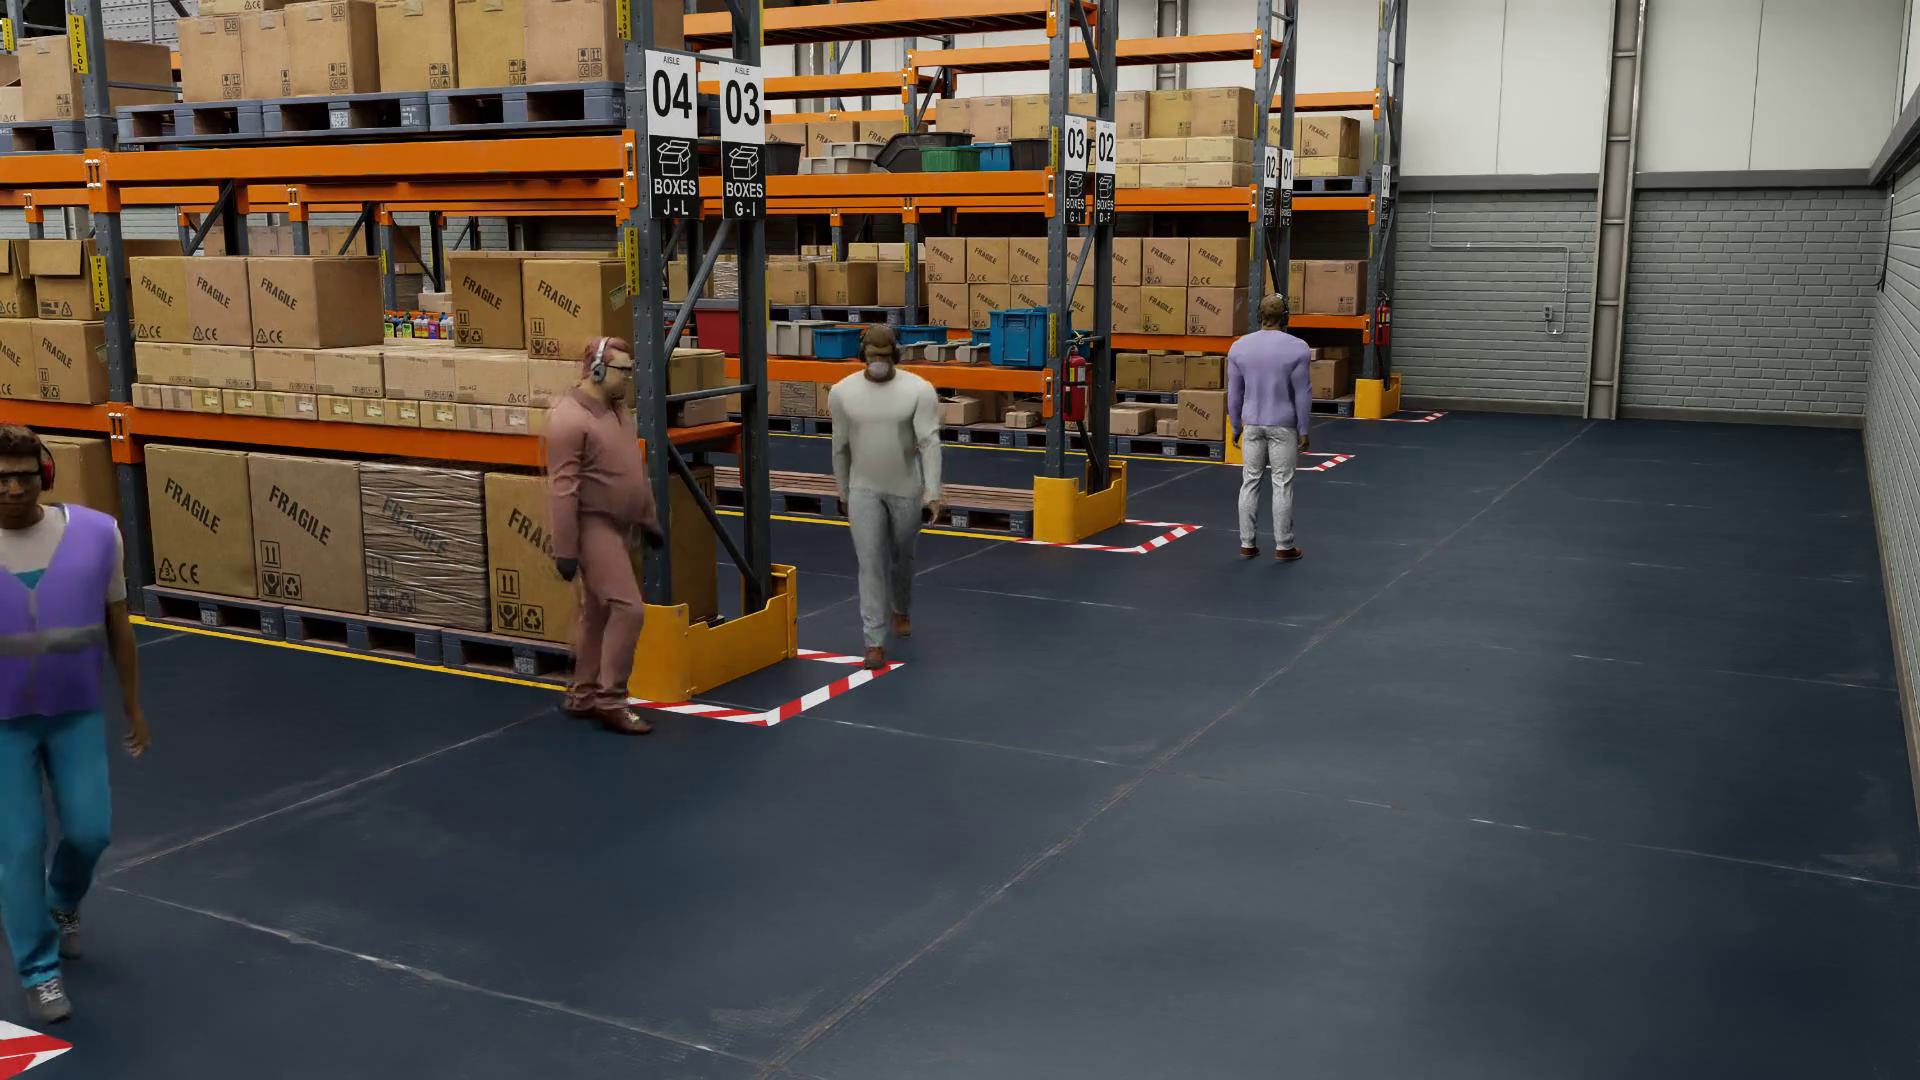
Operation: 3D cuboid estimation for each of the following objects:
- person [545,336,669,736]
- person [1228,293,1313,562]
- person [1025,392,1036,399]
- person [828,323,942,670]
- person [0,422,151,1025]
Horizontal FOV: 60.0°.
[{"bbox_3d":[-1.625,-0.021,7.911,0.645,1.878,0.640,2,11,9],"label":"person"},{"bbox_3d":[2.236,-0.805,12.014,0.628,1.940,0.373,6,12,29],"label":"person"},{"bbox_3d":[1.142,-2.219,19.587,1.015,1.986,0.623,7,12,32],"label":"person"},{"bbox_3d":[-0.416,-0.287,9.368,0.636,1.894,1.024,0,10,2],"label":"person"},{"bbox_3d":[-2.818,0.528,5.073,0.612,1.819,0.549,-9,14,-40],"label":"person"}]
